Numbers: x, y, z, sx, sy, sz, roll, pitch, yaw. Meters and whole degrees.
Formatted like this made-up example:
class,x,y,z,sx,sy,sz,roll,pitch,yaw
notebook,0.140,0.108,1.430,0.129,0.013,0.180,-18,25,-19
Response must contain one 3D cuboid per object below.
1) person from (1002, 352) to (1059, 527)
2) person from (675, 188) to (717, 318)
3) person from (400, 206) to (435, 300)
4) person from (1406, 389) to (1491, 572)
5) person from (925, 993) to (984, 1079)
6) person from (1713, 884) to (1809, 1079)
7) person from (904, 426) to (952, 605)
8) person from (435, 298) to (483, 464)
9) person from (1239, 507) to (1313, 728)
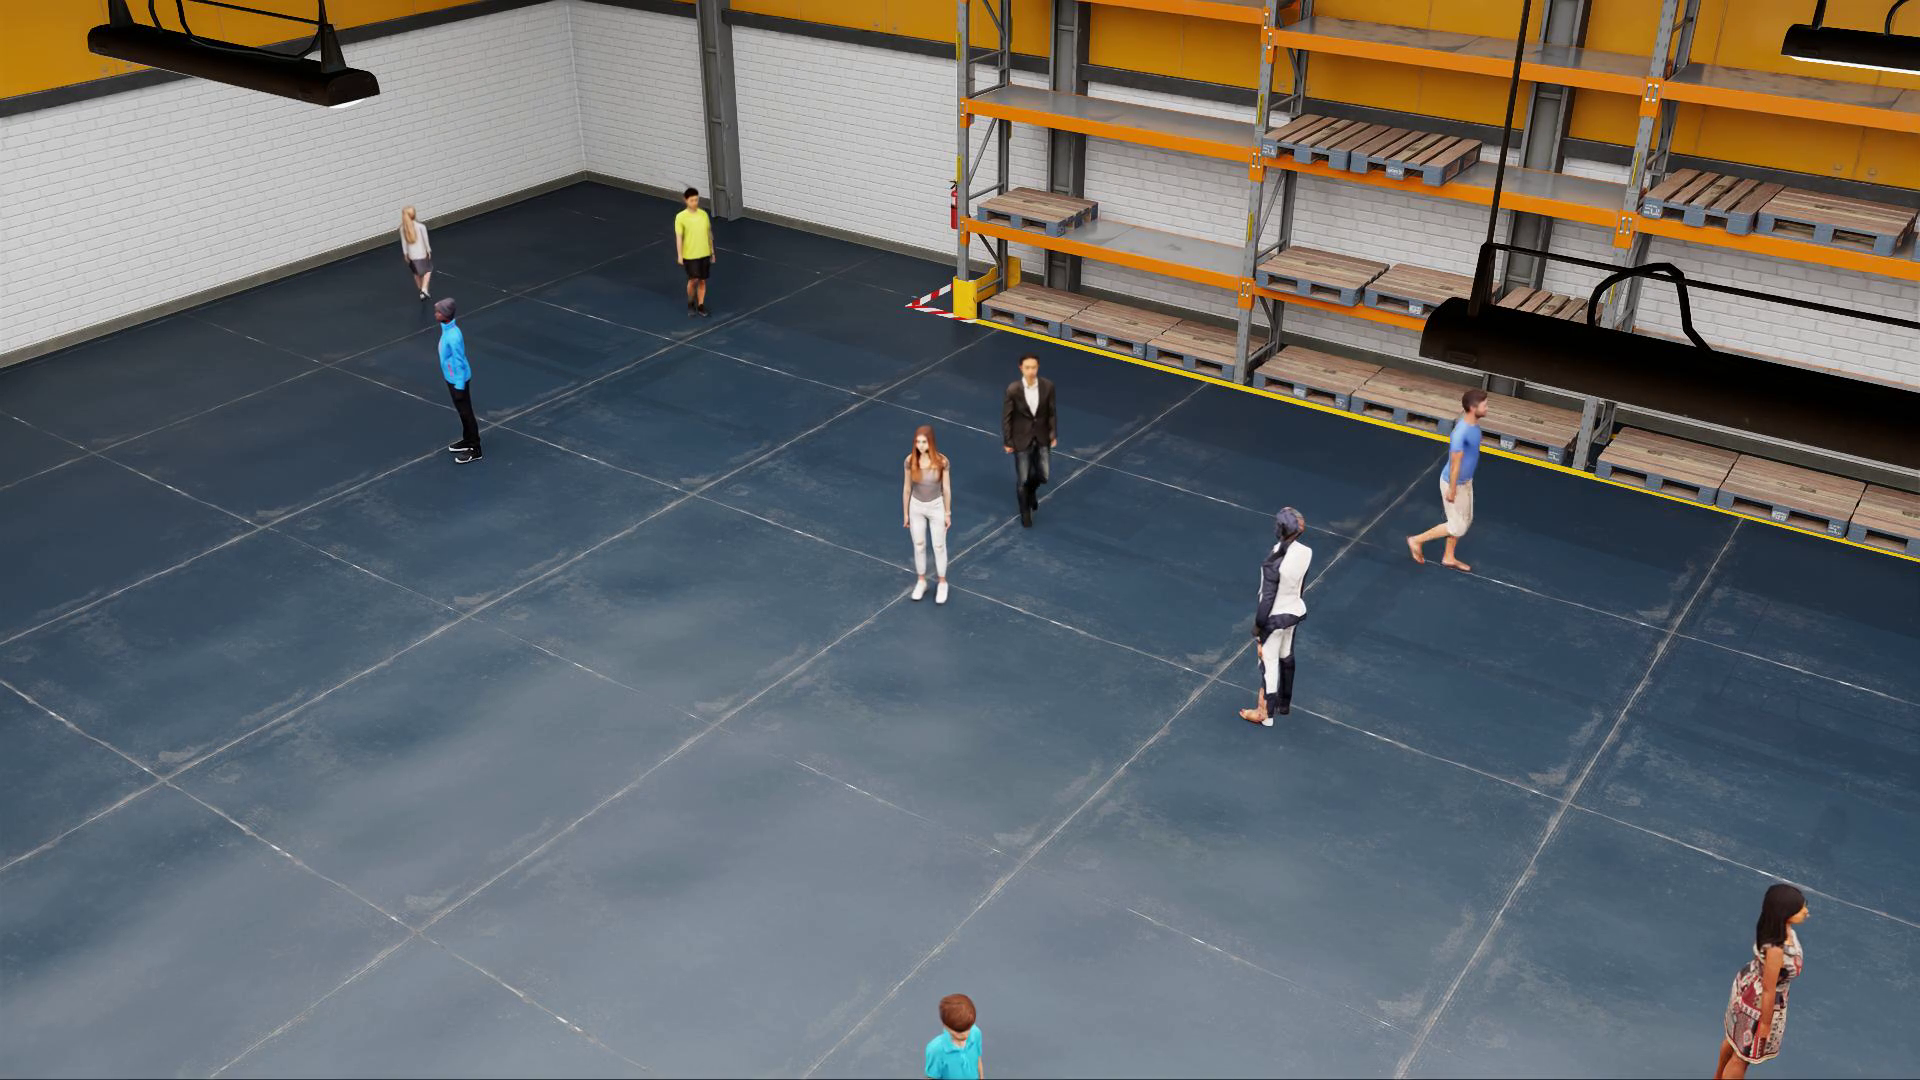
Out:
class,x,y,z,sx,sy,sz,roll,pitch,yaw
person,0.674,-1.031,16.309,0.873,1.795,0.931,-5,29,-10
person,-3.420,-3.705,21.311,0.705,1.699,0.719,-19,34,-31
person,-7.139,-3.756,21.853,0.694,1.269,0.743,-1,29,-3
person,4.521,-0.555,15.382,0.870,1.846,0.687,14,32,24
person,-0.037,3.062,9.166,0.581,1.449,0.582,-18,33,-30
person,4.643,2.673,9.676,0.616,1.645,0.699,10,30,18
person,-0.282,-0.254,14.965,0.590,1.718,0.717,4,29,8
person,-5.282,-1.701,17.539,0.754,1.792,0.637,-13,31,-23
person,2.538,0.604,13.208,0.727,1.893,0.662,-23,36,-36
